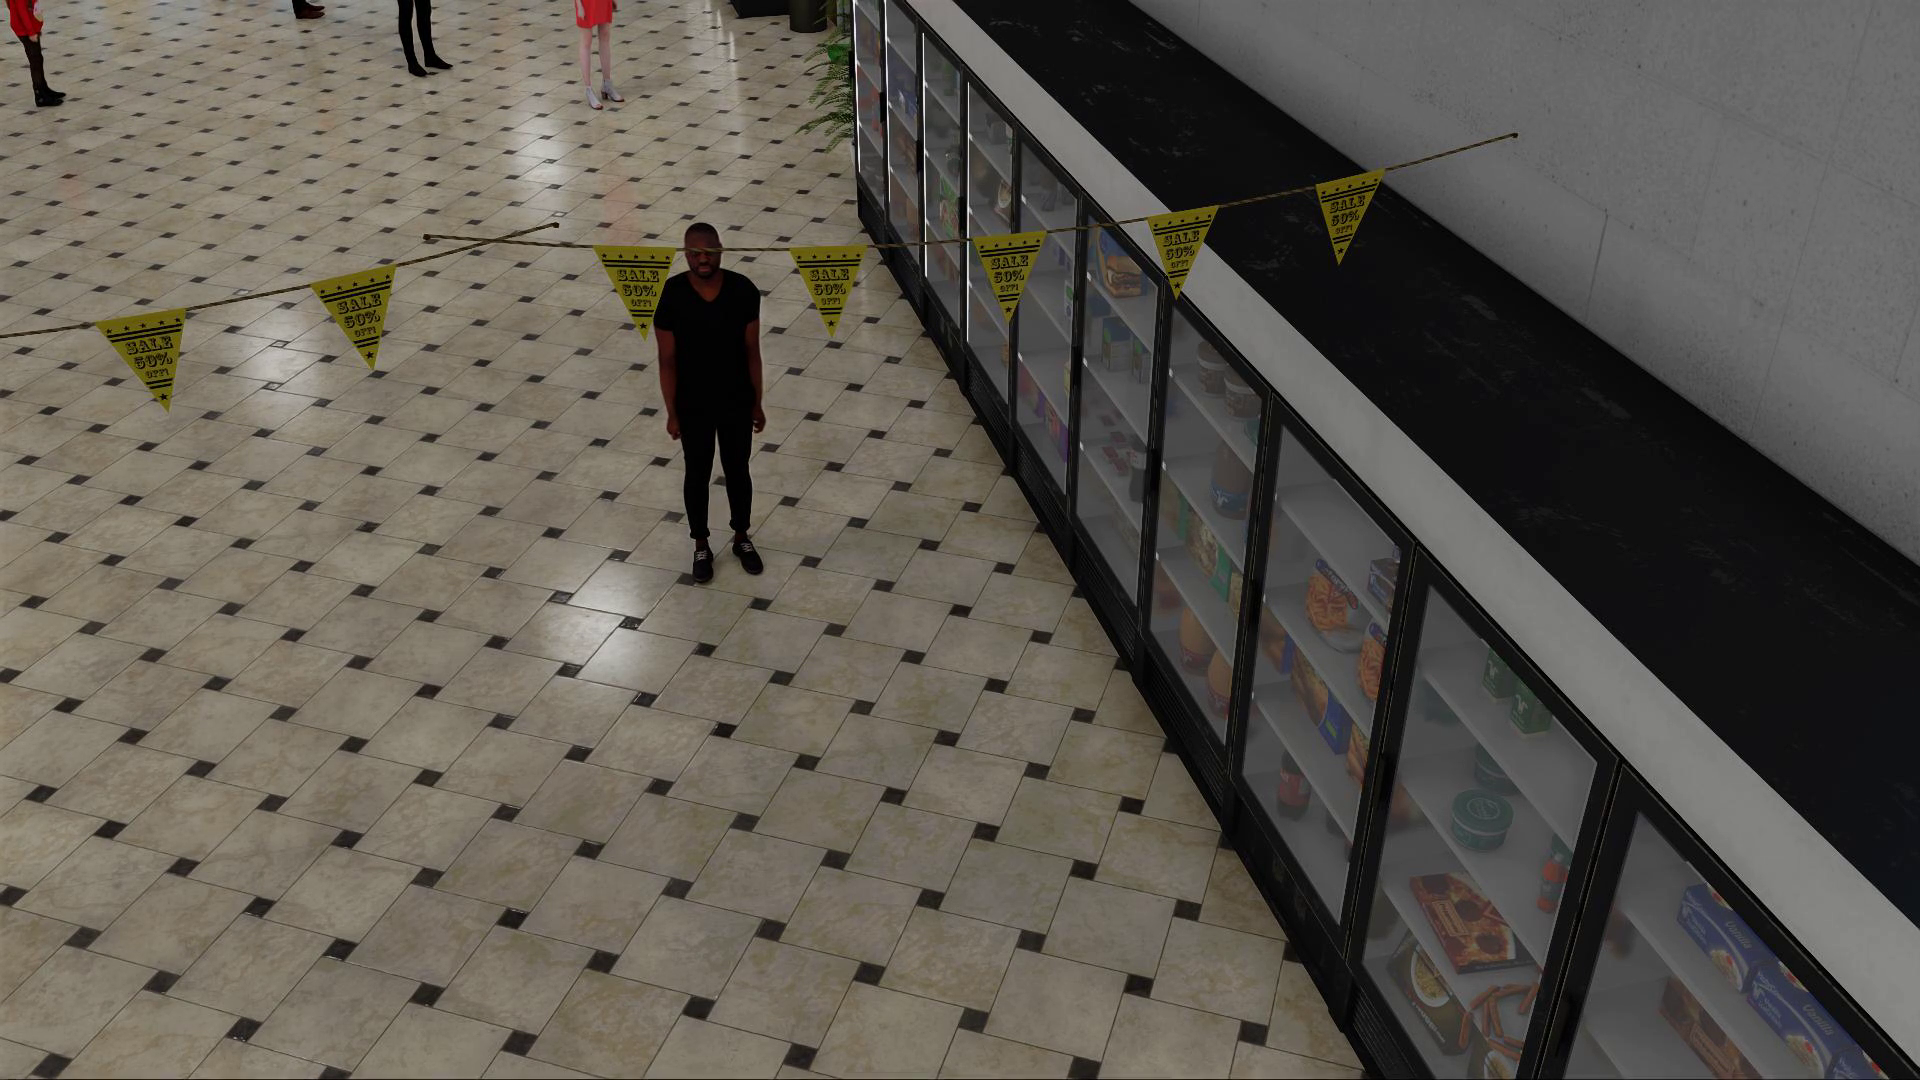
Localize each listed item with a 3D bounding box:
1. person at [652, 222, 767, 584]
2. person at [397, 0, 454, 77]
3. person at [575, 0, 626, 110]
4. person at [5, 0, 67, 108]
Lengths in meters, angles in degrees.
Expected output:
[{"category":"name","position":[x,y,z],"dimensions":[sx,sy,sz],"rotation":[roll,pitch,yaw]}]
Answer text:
[{"category":"person","position":[-1.183,-0.661,7.989],"dimensions":[0.501,1.820,0.727],"rotation":[-10,33,-15]},{"category":"person","position":[-5.085,-5.291,15.359],"dimensions":[0.847,1.894,0.772],"rotation":[20,37,28]},{"category":"person","position":[-3.203,-4.716,14.499],"dimensions":[0.731,1.828,0.646],"rotation":[21,38,30]},{"category":"person","position":[-8.207,-4.491,14.655],"dimensions":[0.492,1.280,0.496],"rotation":[-11,33,-17]}]
